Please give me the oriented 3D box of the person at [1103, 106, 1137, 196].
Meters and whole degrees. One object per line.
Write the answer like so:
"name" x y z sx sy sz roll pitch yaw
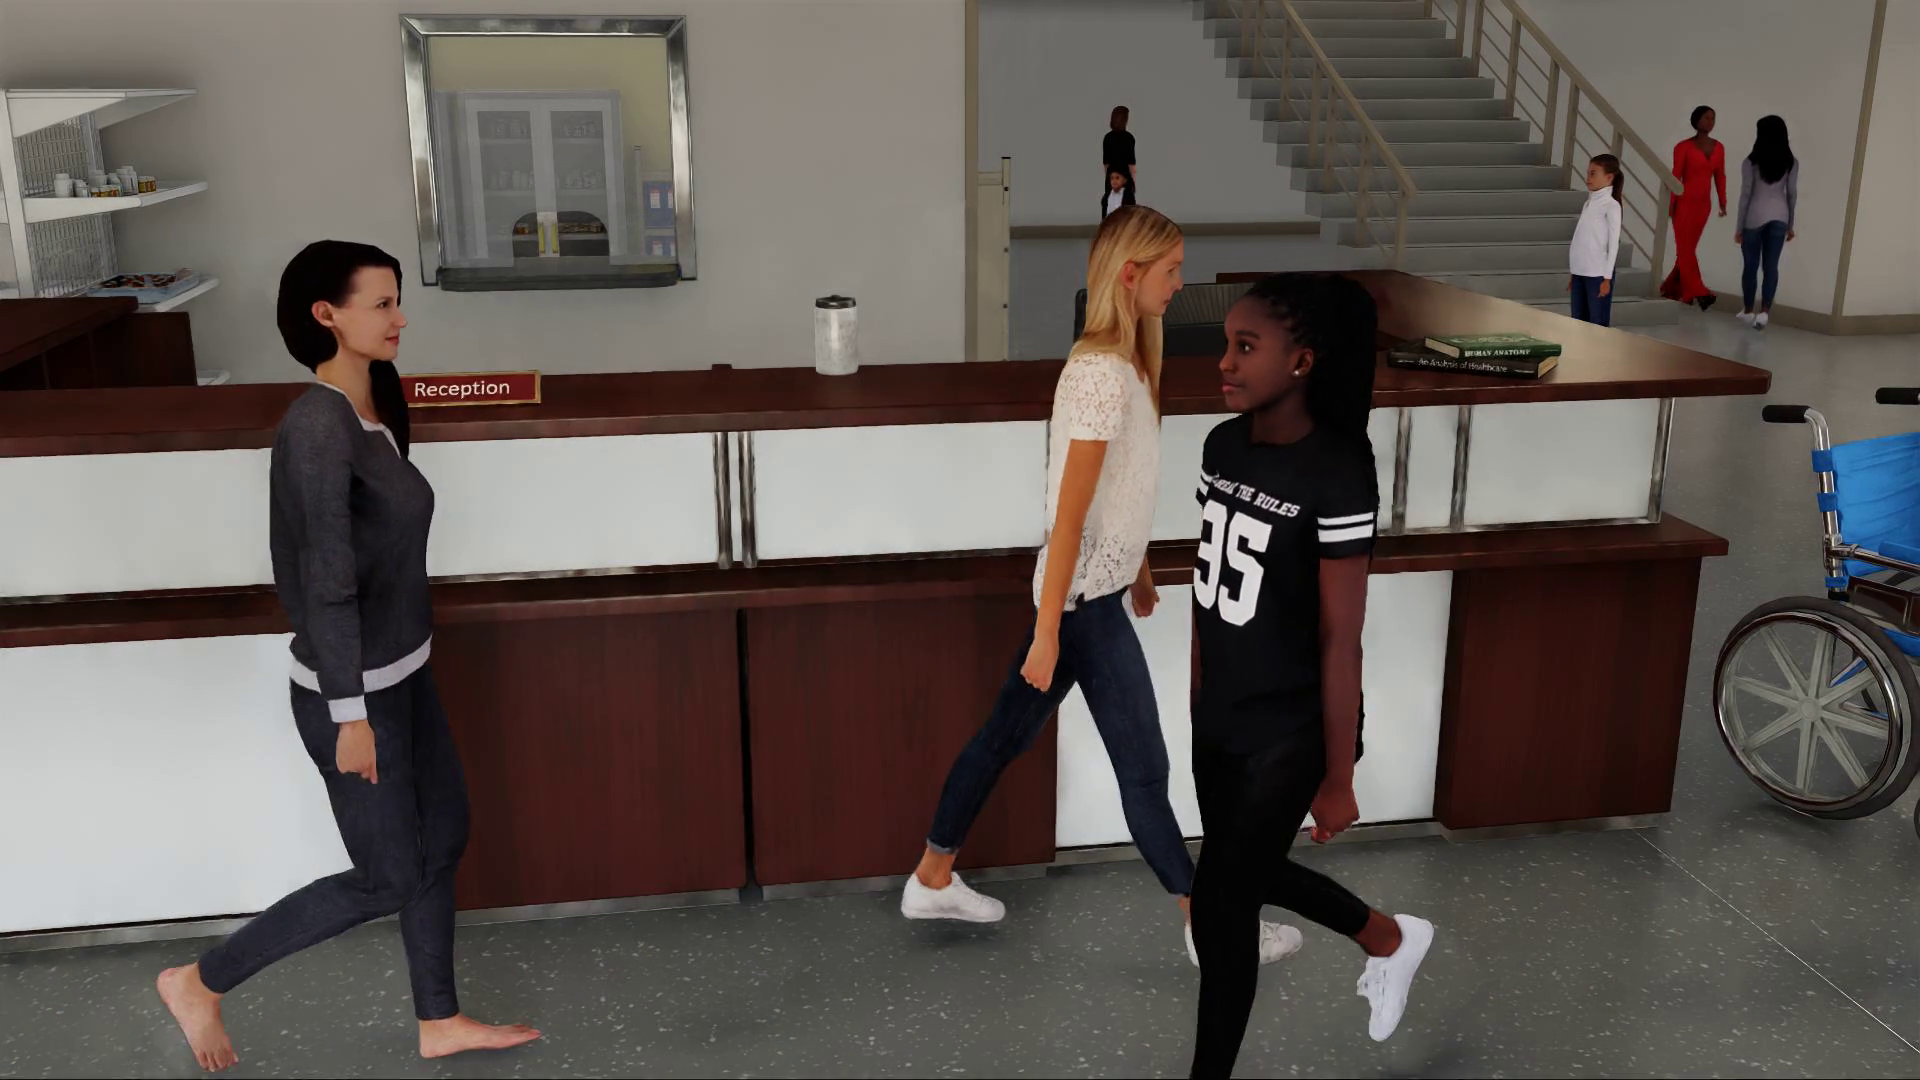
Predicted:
"person" 1.775 -3.973 18.561 0.622 1.706 0.720 15 22 43

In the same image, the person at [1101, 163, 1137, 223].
"person" 1.561 -3.039 16.180 0.762 1.200 0.886 6 17 22

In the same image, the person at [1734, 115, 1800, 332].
"person" 6.496 -2.503 13.378 0.926 1.688 1.234 3 16 12

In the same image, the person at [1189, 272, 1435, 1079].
"person" 0.656 0.366 3.172 0.865 1.705 1.072 -7 17 -25

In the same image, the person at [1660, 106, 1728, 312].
"person" 6.394 -2.886 14.637 0.671 1.742 1.124 -4 16 -13

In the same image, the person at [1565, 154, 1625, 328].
"person" 4.164 -1.738 10.906 0.620 1.558 0.483 -5 16 -17

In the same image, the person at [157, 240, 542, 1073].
"person" -1.277 0.297 3.334 0.670 1.751 0.870 -2 16 -9

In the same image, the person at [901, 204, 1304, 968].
"person" 0.191 0.171 3.770 0.972 1.755 1.201 1 16 3
